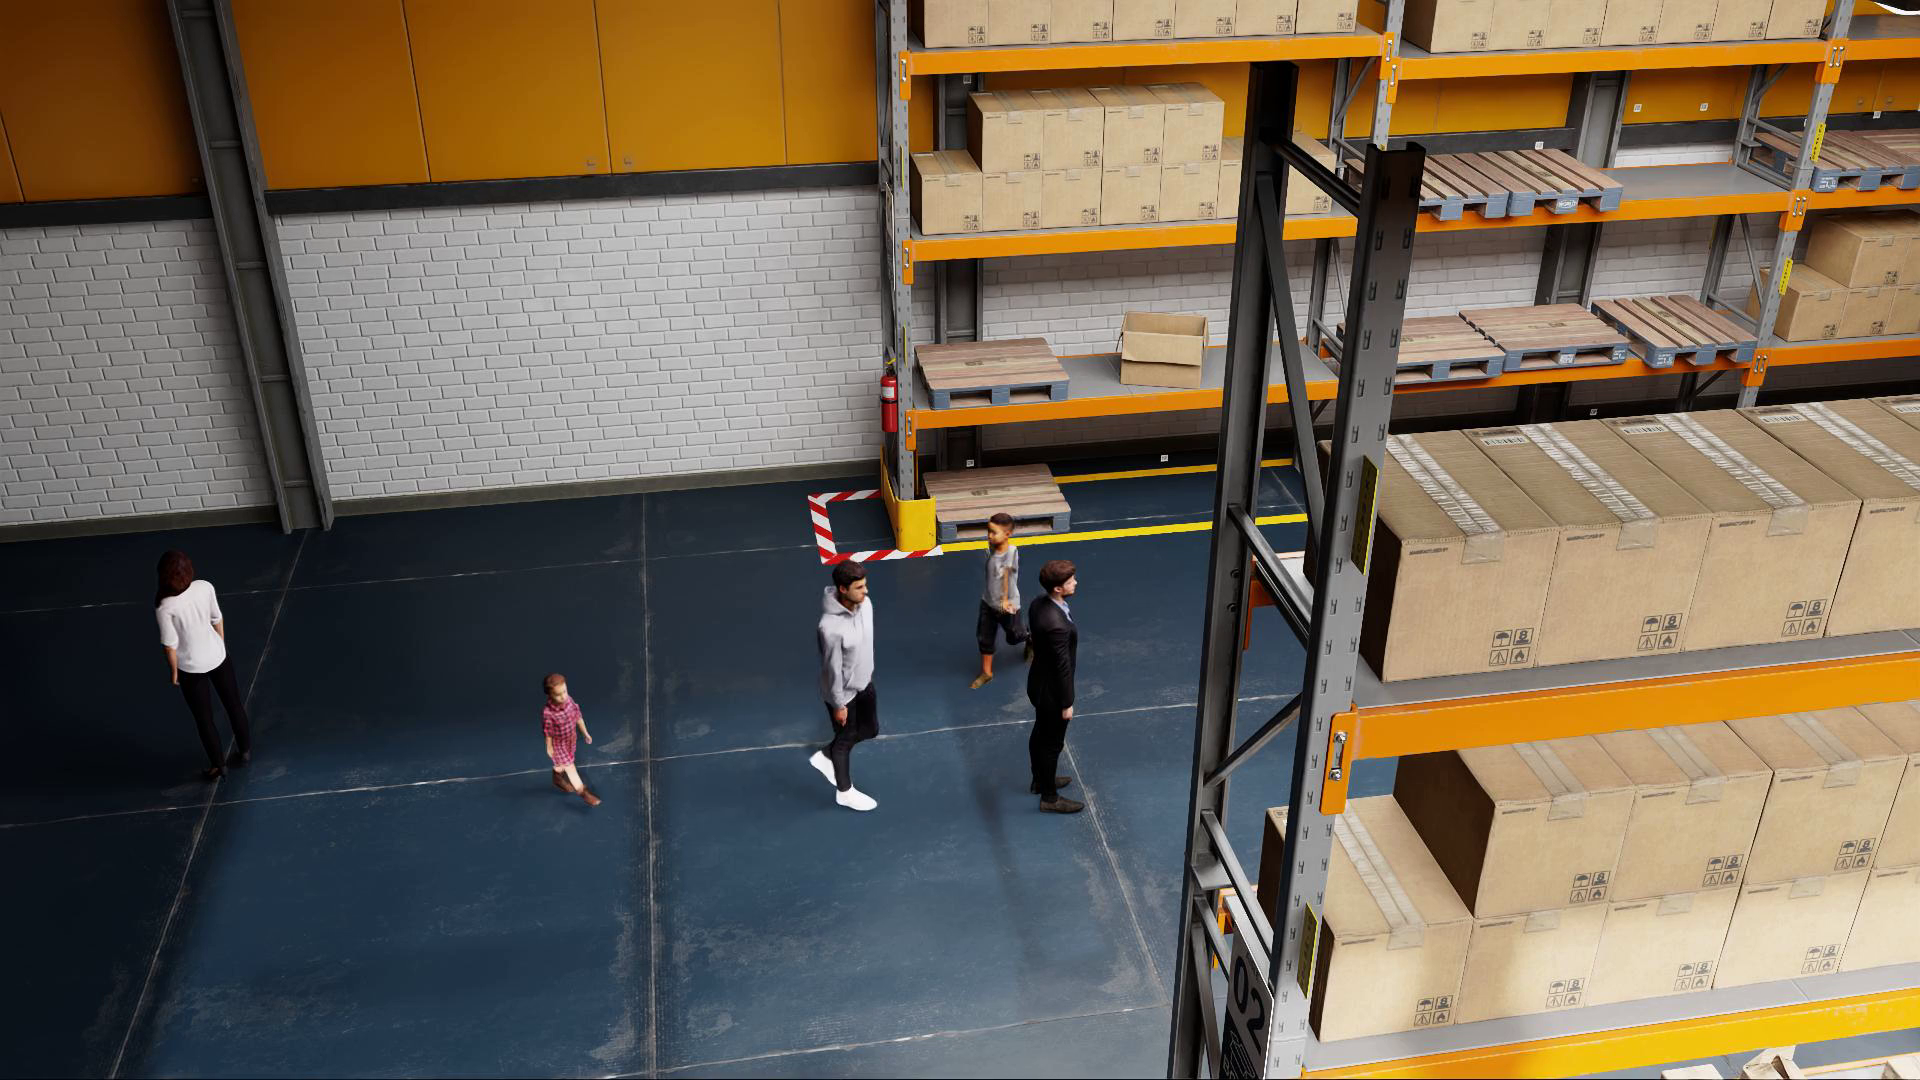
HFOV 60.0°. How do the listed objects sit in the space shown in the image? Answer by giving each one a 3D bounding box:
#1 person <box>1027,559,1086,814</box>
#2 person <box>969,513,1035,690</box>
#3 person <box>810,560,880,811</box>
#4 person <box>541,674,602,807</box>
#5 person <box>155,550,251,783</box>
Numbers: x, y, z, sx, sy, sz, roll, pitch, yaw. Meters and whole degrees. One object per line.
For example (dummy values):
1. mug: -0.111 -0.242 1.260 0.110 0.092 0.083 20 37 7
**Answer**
1. person: 0.615 0.964 11.120 0.601 1.894 0.688 -6 29 -11
2. person: 0.366 0.390 12.649 0.915 1.437 1.044 24 37 37
3. person: -0.843 0.950 11.129 0.970 1.911 0.907 15 32 25
4. person: -2.740 1.332 11.379 0.762 0.999 0.706 19 34 31
5. person: -5.189 0.861 11.414 0.729 1.795 0.671 18 34 30
